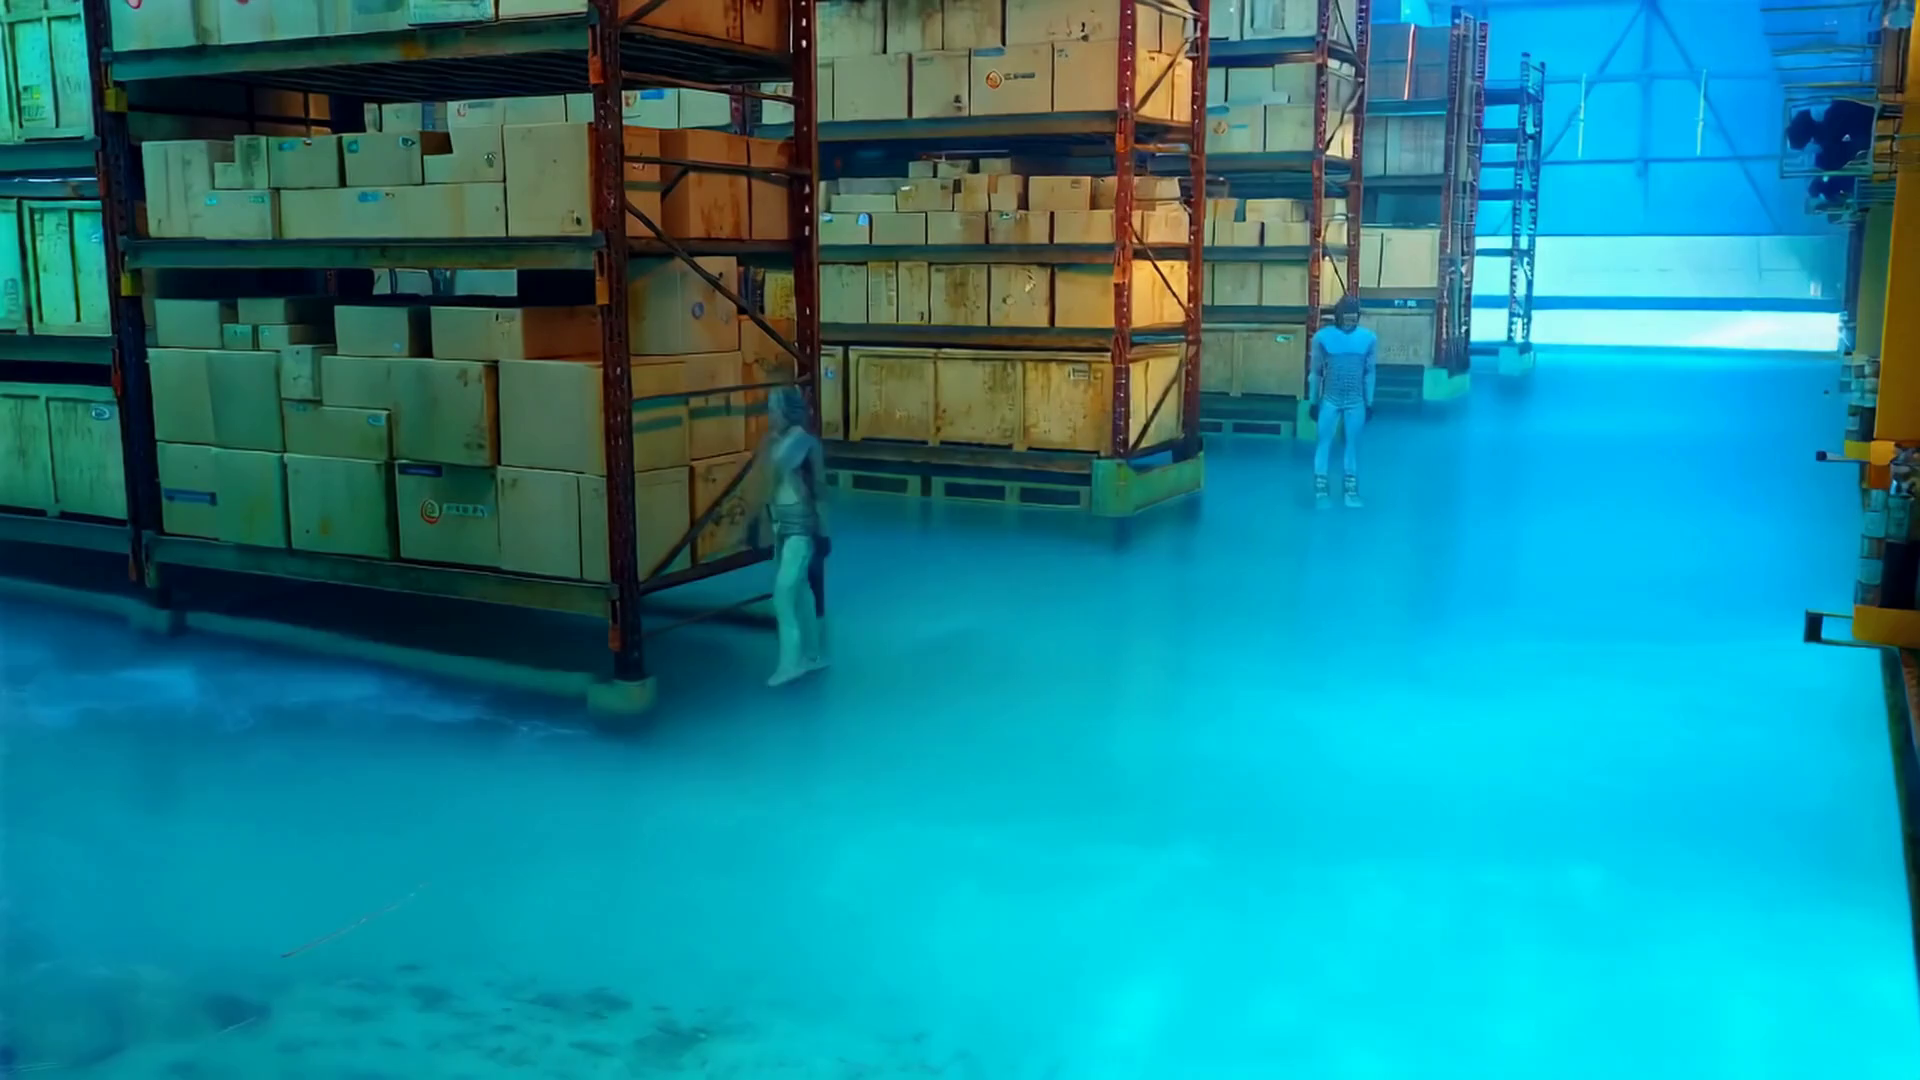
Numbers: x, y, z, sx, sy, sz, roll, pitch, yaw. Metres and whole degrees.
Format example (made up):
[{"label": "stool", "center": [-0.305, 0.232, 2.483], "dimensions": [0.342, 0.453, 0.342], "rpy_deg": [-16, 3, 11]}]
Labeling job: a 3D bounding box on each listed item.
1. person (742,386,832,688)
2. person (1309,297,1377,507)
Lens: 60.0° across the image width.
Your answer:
[{"label": "person", "center": [-0.972, -0.021, 9.009], "dimensions": [0.636, 1.616, 0.511], "rpy_deg": [-8, 13, -38]}, {"label": "person", "center": [3.518, -1.263, 15.294], "dimensions": [0.629, 1.936, 0.373], "rpy_deg": [-1, 10, -6]}]
